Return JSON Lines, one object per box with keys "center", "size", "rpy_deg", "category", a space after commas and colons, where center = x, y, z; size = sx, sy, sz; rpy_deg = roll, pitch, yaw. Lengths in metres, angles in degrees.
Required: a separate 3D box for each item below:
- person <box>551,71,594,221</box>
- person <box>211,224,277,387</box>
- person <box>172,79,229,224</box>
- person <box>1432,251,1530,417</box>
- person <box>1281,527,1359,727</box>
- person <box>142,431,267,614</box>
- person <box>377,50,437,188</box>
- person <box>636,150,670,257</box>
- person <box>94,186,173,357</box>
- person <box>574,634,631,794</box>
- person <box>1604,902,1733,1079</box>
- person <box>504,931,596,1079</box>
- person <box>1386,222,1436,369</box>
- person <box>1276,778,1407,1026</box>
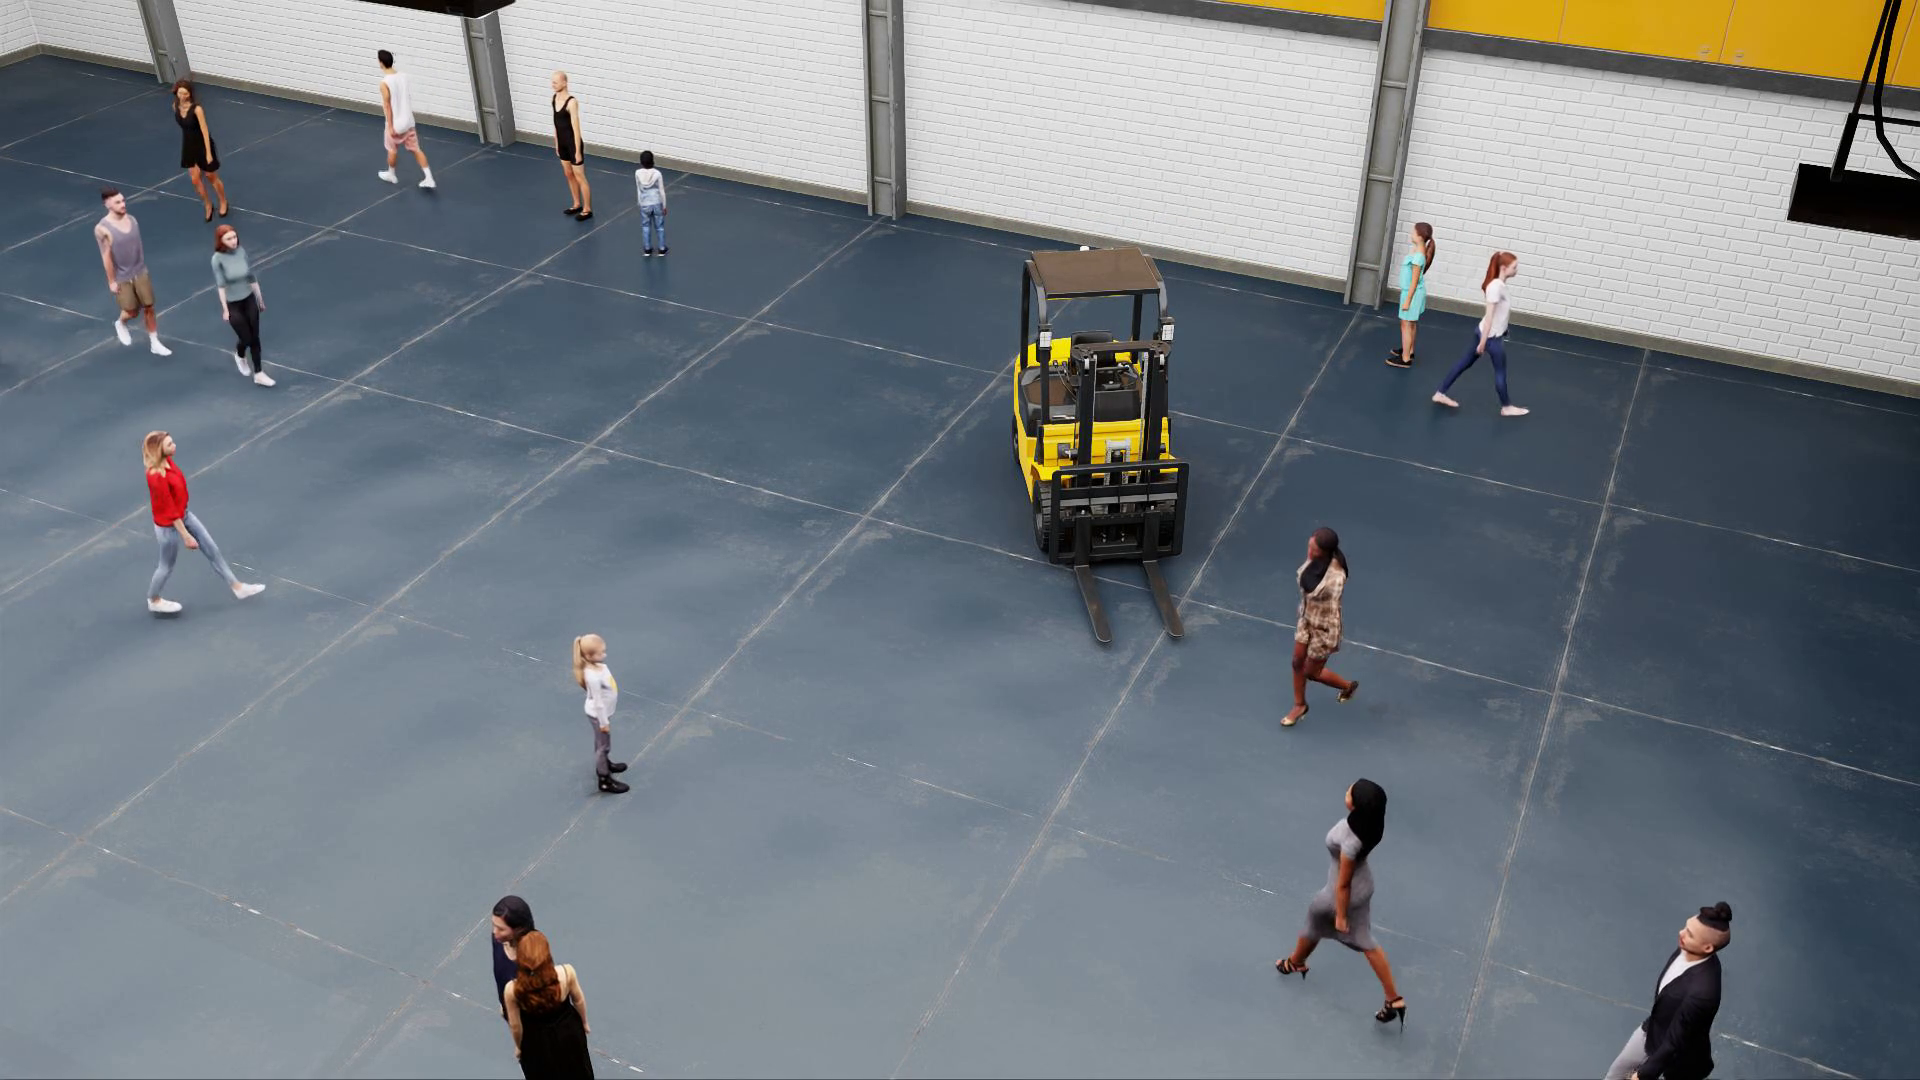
{"center": [-4.727, -4.804, 20.207], "size": [0.571, 1.816, 0.762], "rpy_deg": [28, 43, 36], "category": "person"}
{"center": [-7.229, -2.344, 16.581], "size": [0.753, 1.731, 0.640], "rpy_deg": [19, 38, 27], "category": "person"}
{"center": [-9.130, -4.689, 20.051], "size": [0.723, 1.797, 0.747], "rpy_deg": [11, 35, 16], "category": "person"}
{"center": [5.007, -1.976, 16.065], "size": [1.196, 1.690, 0.776], "rpy_deg": [6, 34, 9], "category": "person"}
{"center": [2.673, 0.632, 12.069], "size": [0.959, 1.770, 0.892], "rpy_deg": [-9, 35, -13], "category": "person"}
{"center": [-6.336, -0.090, 13.263], "size": [1.231, 1.651, 1.071], "rpy_deg": [-6, 34, -9], "category": "person"}
{"center": [-6.979, -5.230, 20.913], "size": [1.151, 1.743, 0.713], "rpy_deg": [17, 37, 24], "category": "person"}
{"center": [-3.605, -3.924, 19.386], "size": [0.514, 1.258, 0.598], "rpy_deg": [0, 34, 1], "category": "person"}
{"center": [-8.490, -2.725, 16.893], "size": [0.897, 1.830, 0.698], "rpy_deg": [19, 38, 26], "category": "person"}
{"center": [-2.527, 1.196, 11.665], "size": [0.618, 1.278, 0.573], "rpy_deg": [-6, 34, -10], "category": "person"}
{"center": [3.896, 2.708, 8.827], "size": [1.309, 1.901, 0.910], "rpy_deg": [7, 34, 10], "category": "person"}
{"center": [-2.220, 2.724, 9.052], "size": [0.675, 1.625, 0.727], "rpy_deg": [-15, 36, -21], "category": "person"}
{"center": [4.626, -2.515, 16.994], "size": [0.518, 1.558, 0.545], "rpy_deg": [16, 37, 22], "category": "person"}
{"center": [2.379, 2.152, 9.806], "size": [1.179, 1.743, 0.841], "rpy_deg": [28, 42, 35], "category": "person"}
